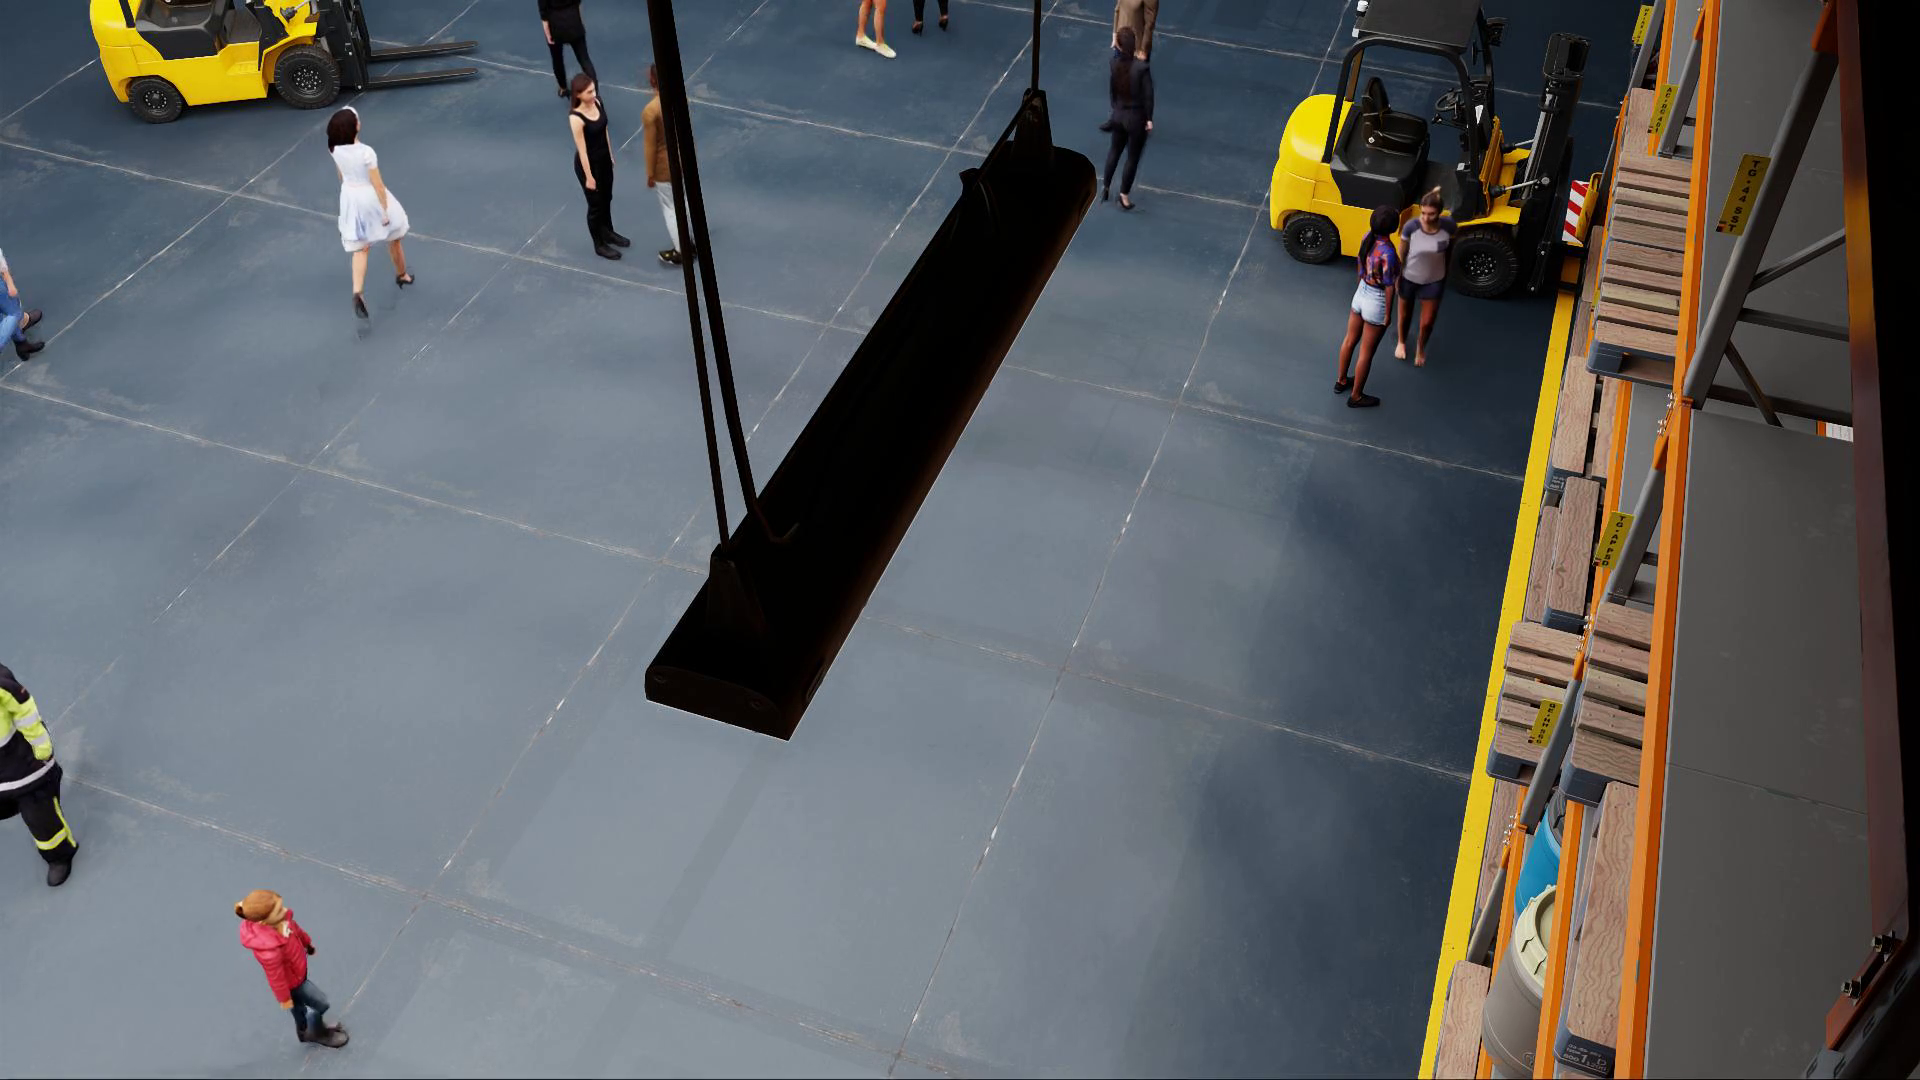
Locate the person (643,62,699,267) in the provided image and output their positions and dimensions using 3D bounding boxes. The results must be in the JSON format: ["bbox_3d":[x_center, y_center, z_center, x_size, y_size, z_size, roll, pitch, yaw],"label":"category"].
[{"bbox_3d":[-2.407,-3.157,13.986,0.757,1.814,0.596,29,51,27],"label":"person"}]

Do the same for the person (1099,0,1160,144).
[{"bbox_3d":[1.620,-4.632,15.481,0.761,1.889,0.744,-27,50,-26],"label":"person"}]

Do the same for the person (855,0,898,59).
[{"bbox_3d":[-0.972,-5.787,16.785,0.673,1.763,0.711,17,46,17],"label":"person"}]

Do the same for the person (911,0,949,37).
[{"bbox_3d":[-0.327,-6.074,17.029,0.751,1.842,0.800,-15,46,-15],"label":"person"}]

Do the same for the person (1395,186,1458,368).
[{"bbox_3d":[3.621,-2.085,13.015,0.622,1.604,0.659,4,44,4],"label":"person"}]

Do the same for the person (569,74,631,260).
[{"bbox_3d":[-3.101,-3.182,14.104,0.646,1.689,0.500,12,45,12],"label":"person"}]

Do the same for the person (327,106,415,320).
[{"bbox_3d":[-4.828,-2.604,13.430,0.781,1.782,1.162,8,44,8],"label":"person"}]

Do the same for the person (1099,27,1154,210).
[{"bbox_3d":[1.513,-3.667,14.616,0.691,1.686,0.702,-22,48,-21],"label":"person"}]

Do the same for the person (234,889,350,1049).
[{"bbox_3d":[-3.558,2.259,8.668,0.680,1.309,0.594,-9,44,-9],"label":"person"}]

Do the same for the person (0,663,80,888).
[{"bbox_3d":[-5.427,1.113,9.396,0.989,1.964,1.108,-3,44,-3],"label":"person"}]

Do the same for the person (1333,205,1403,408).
[{"bbox_3d":[3.108,-1.782,12.595,0.725,1.743,0.658,-16,46,-16],"label":"person"}]

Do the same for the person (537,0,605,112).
[{"bbox_3d":[-3.729,-4.839,15.886,1.054,1.630,1.062,-22,48,-22],"label":"person"}]
